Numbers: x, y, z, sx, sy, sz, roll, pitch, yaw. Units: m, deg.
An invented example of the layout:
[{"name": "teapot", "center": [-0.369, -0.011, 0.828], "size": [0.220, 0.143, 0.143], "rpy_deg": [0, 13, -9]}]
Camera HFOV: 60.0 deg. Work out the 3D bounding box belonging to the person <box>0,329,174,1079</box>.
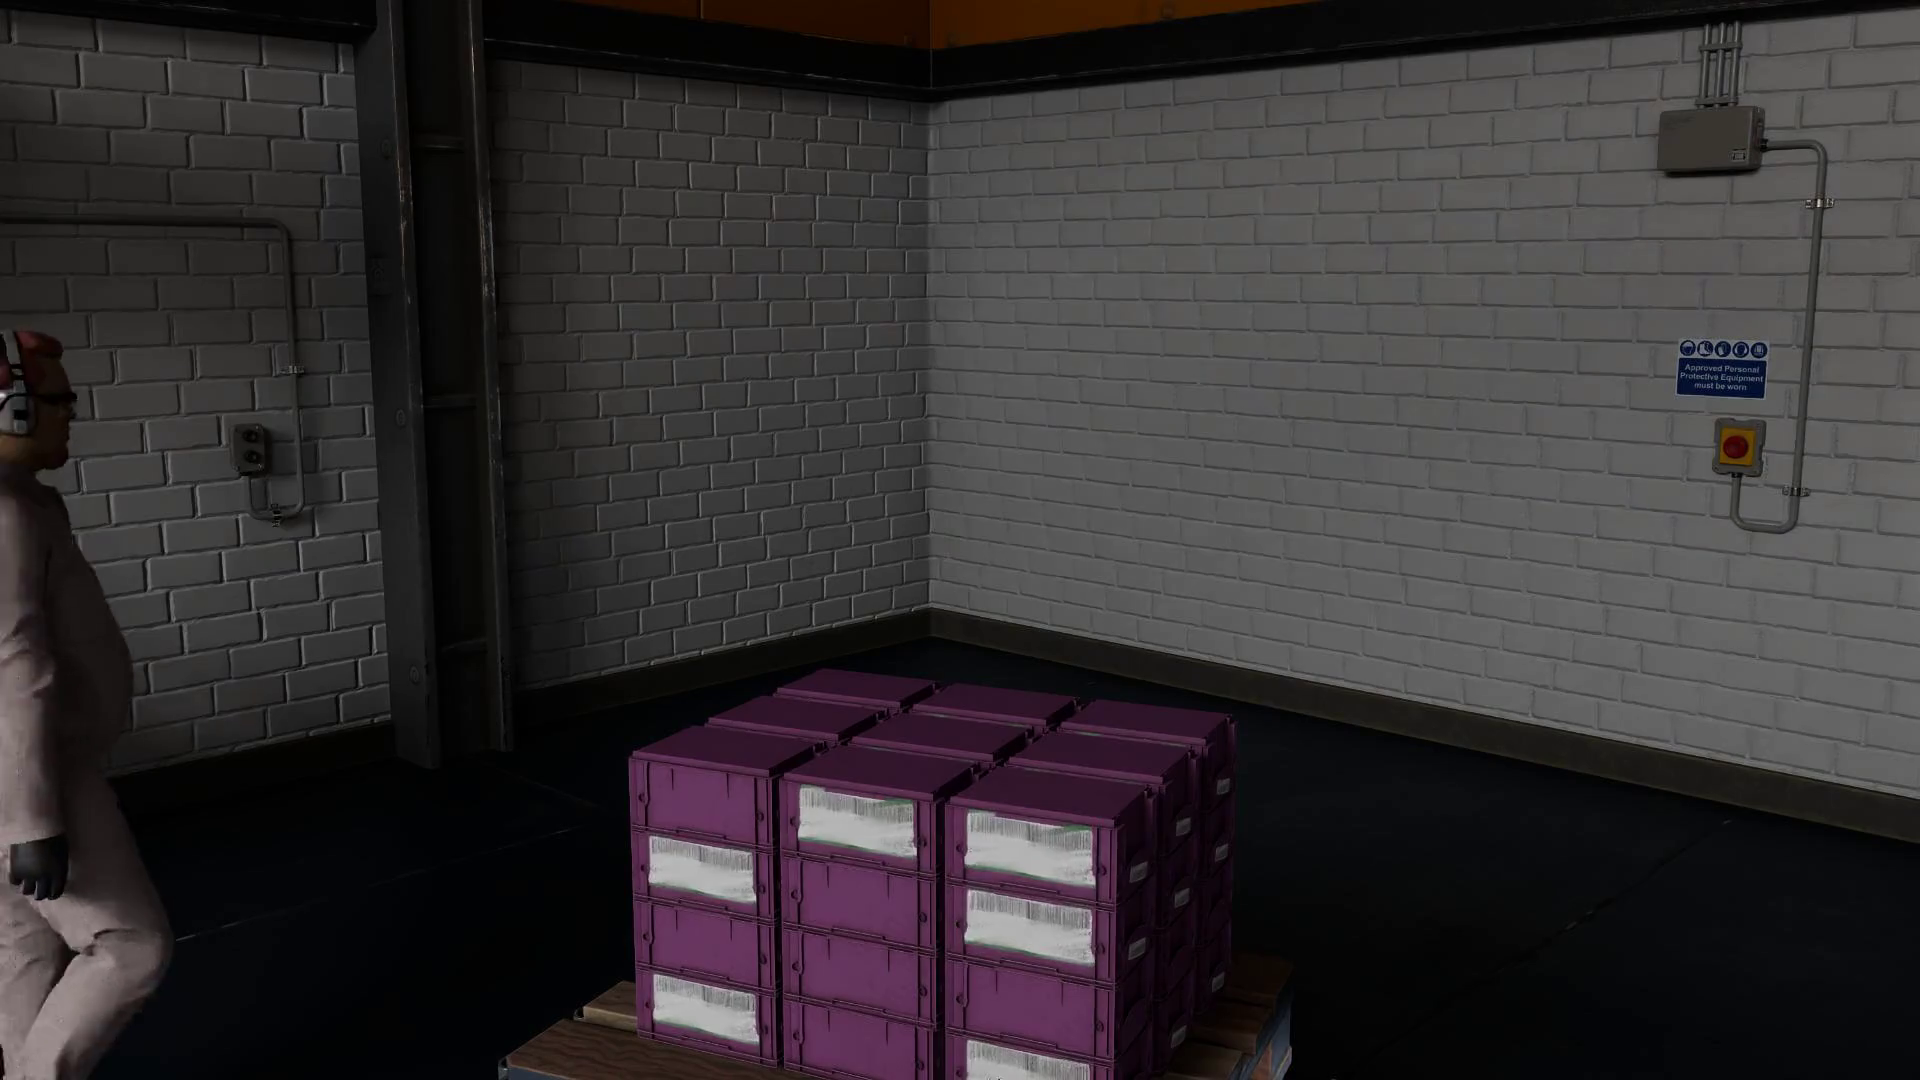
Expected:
[{"name": "person", "center": [-1.951, 0.507, 3.530], "size": [0.418, 1.894, 0.678], "rpy_deg": [-7, 11, -36]}]
